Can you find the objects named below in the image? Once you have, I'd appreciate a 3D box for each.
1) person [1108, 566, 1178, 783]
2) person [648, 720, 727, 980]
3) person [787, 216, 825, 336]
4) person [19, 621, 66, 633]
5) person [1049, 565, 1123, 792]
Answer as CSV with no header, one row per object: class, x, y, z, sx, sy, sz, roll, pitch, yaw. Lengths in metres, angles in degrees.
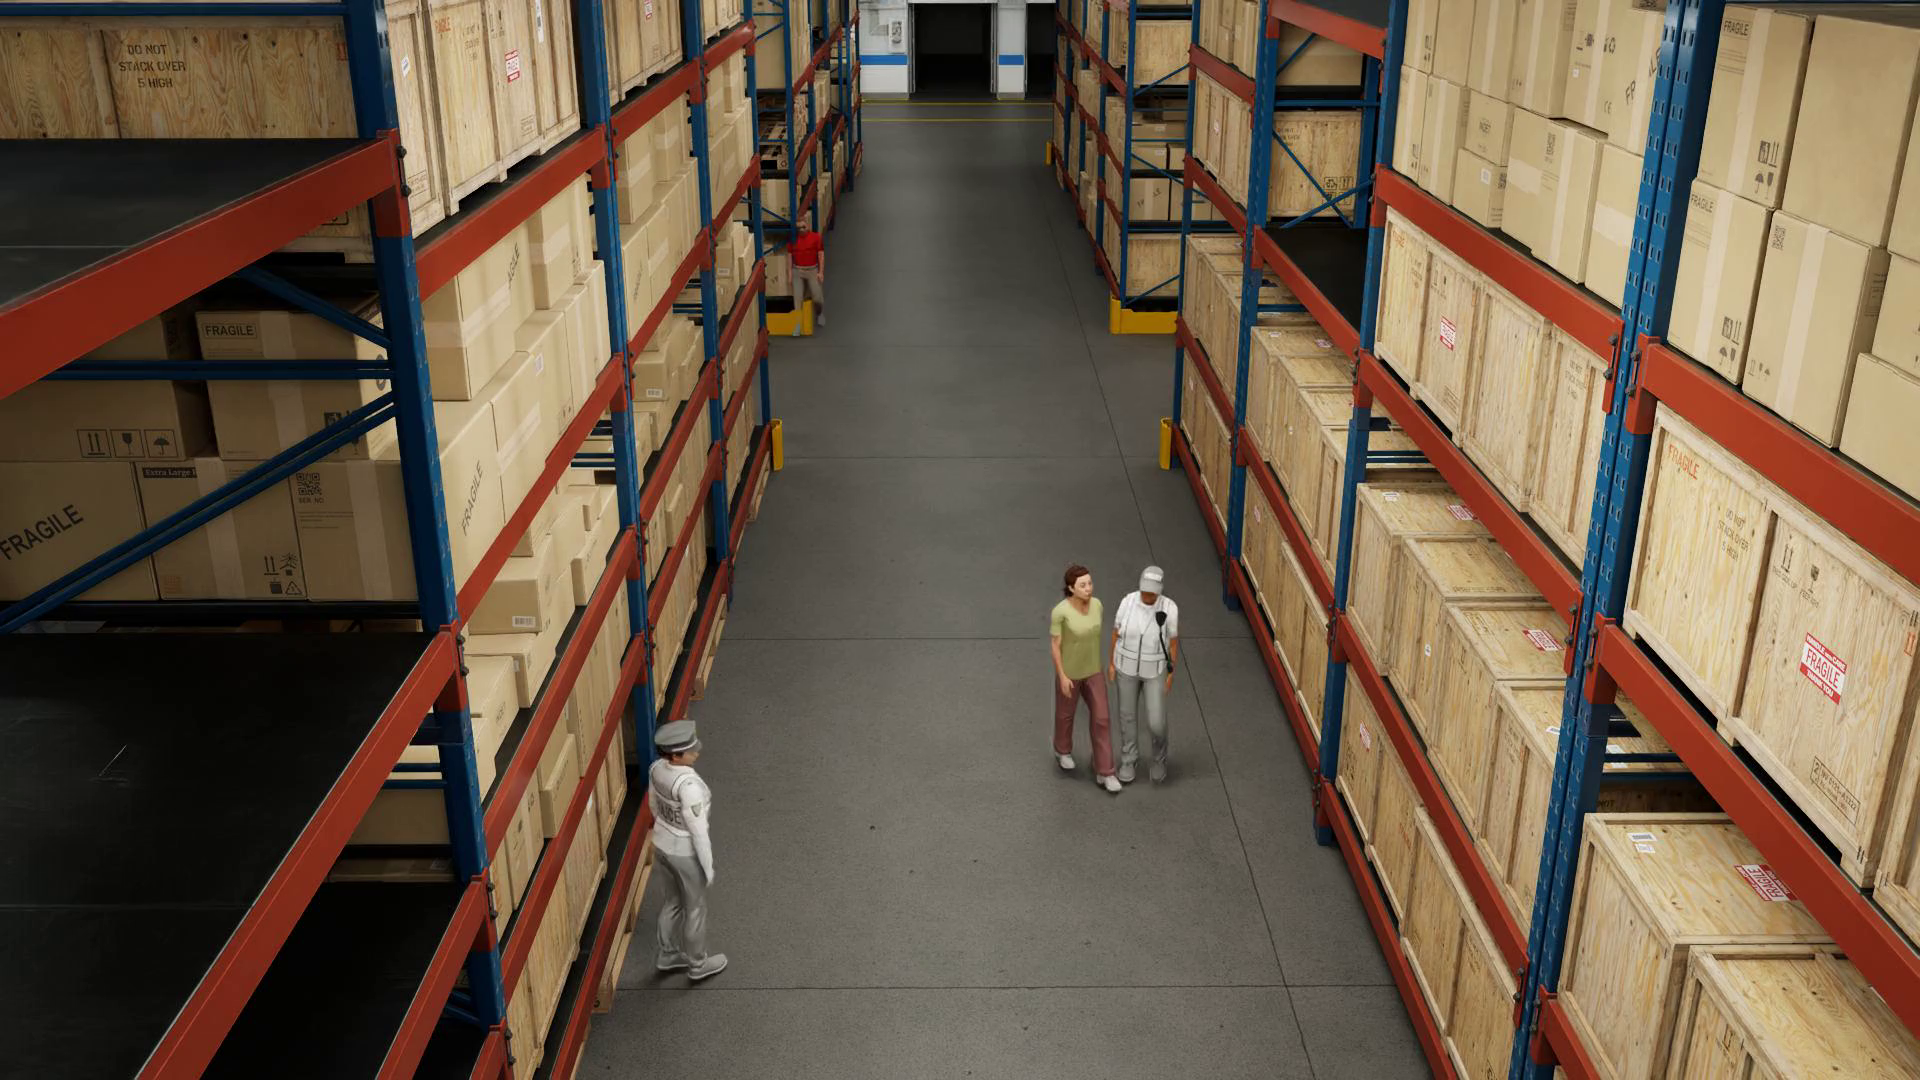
person,1.324,0.980,12.176,0.505,1.684,0.416,7,22,16
person,-1.630,1.857,9.901,0.382,1.695,0.527,-18,28,-39
person,-2.260,-3.901,24.435,0.563,1.717,0.672,2,22,6
person,-7.658,0.366,13.711,0.434,1.671,0.389,2,22,4
person,0.893,0.998,12.070,0.448,1.646,0.811,-8,23,-18
